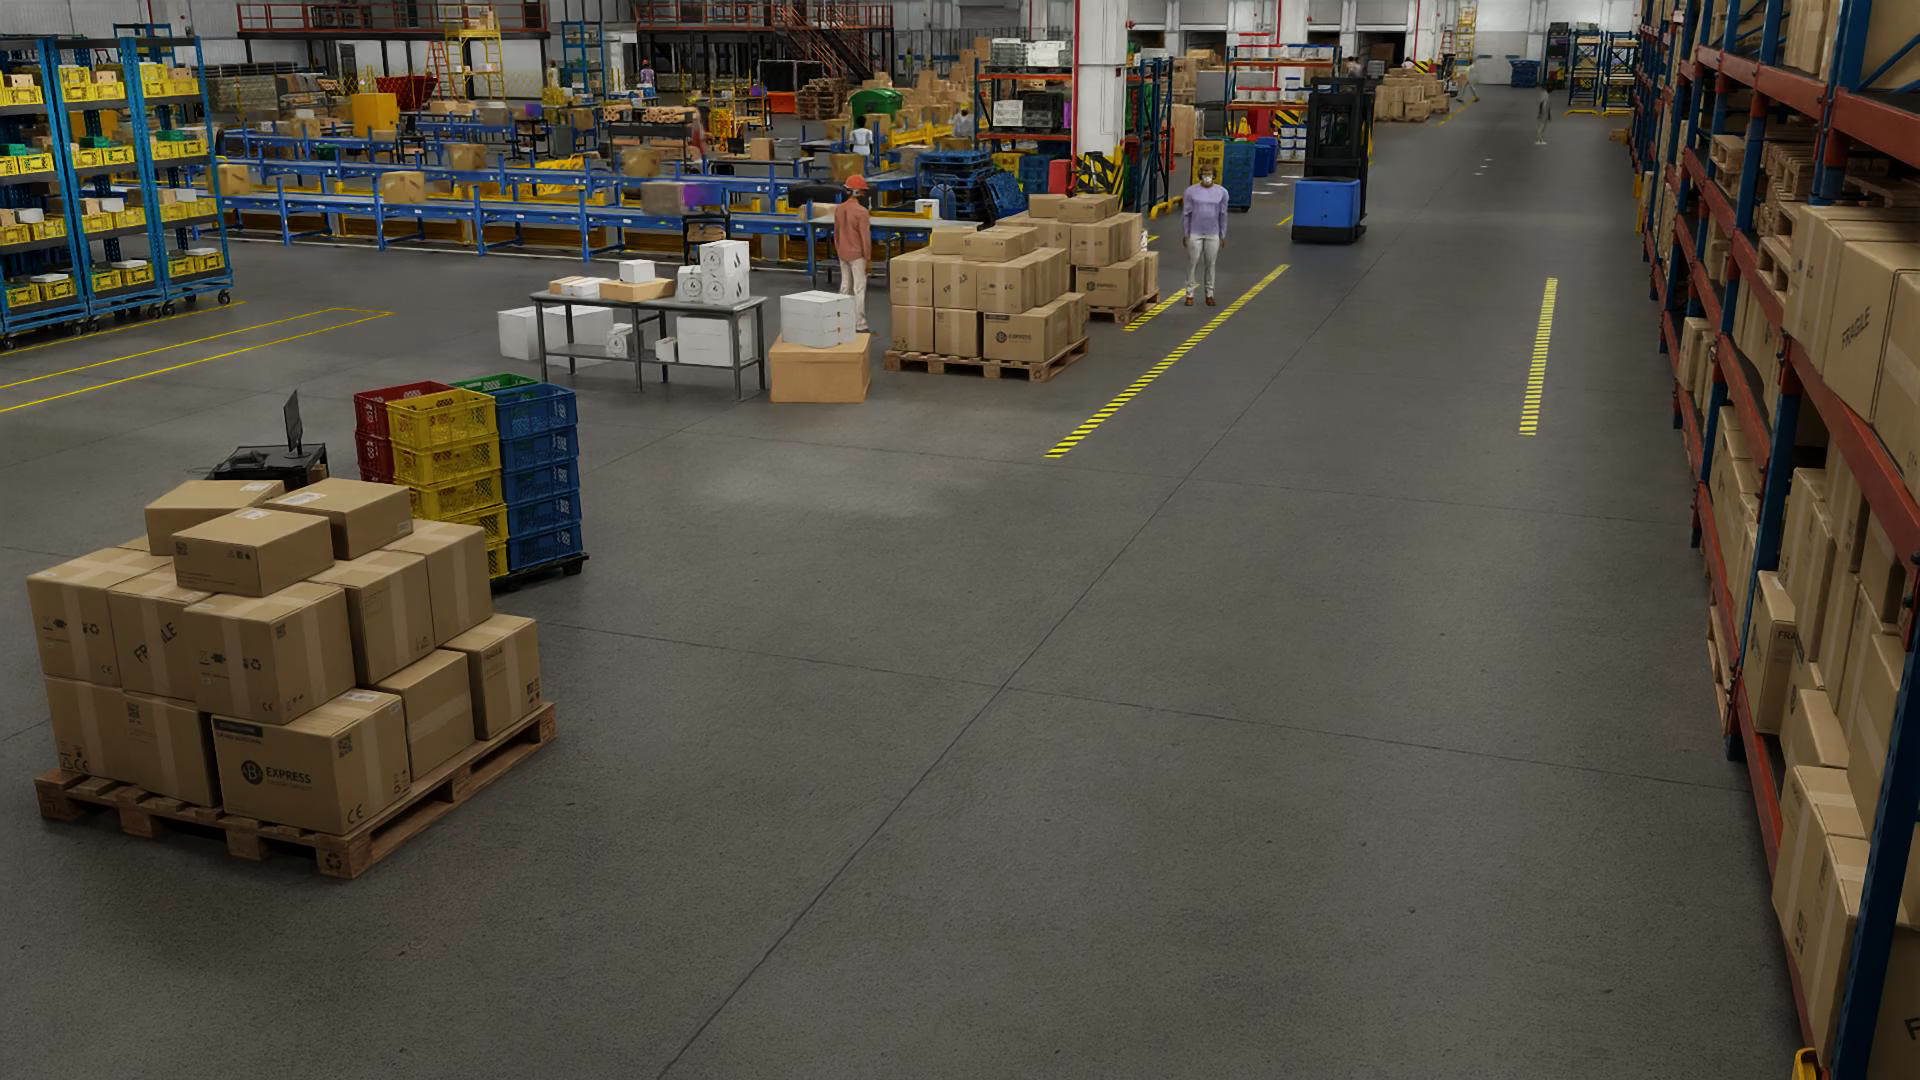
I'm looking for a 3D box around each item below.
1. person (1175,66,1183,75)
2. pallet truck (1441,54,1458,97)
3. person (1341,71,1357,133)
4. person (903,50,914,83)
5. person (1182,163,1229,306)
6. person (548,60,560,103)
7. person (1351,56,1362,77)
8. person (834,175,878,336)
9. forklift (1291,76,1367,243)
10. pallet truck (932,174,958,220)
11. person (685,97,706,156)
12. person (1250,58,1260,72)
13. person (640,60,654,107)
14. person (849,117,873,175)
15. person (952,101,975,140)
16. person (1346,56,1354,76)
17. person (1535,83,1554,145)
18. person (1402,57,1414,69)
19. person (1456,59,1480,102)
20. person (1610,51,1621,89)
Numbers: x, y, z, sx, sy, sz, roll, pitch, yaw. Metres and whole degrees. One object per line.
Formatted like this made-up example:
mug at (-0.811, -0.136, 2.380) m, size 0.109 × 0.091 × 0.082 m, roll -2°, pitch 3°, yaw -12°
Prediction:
person at (8.624, -17.972, 66.304) m, size 0.611 × 1.846 × 0.536 m, roll 0°, pitch 18°, yaw 1°
pallet truck at (22.765, -21.886, 78.355) m, size 0.823 × 1.965 × 1.885 m, roll -4°, pitch 18°, yaw -14°
person at (12.921, -14.528, 55.166) m, size 0.696 × 2.000 × 0.663 m, roll -15°, pitch 23°, yaw -39°
person at (-2.872, -26.617, 93.535) m, size 0.633 × 1.814 × 0.849 m, roll 0°, pitch 18°, yaw -1°
person at (3.354, -4.184, 22.832) m, size 0.627 × 1.940 × 0.373 m, roll 0°, pitch 18°, yaw 1°
person at (-17.921, -20.166, 73.207) m, size 0.958 × 1.848 × 0.589 m, roll 8°, pitch 19°, yaw 23°
person at (18.264, -21.182, 76.274) m, size 0.653 × 1.913 × 0.810 m, roll -14°, pitch 22°, yaw -37°
person at (-1.305, -3.528, 20.683) m, size 0.392 × 1.991 × 0.613 m, roll -16°, pitch 24°, yaw -41°
forklift at (6.598, -6.755, 29.381) m, size 1.129 × 2.768 × 1.873 m, roll 6°, pitch 19°, yaw 19°
pallet truck at (-0.507, -5.292, 27.348) m, size 0.653 × 1.274 × 1.630 m, roll 6°, pitch 19°, yaw 19°
person at (-7.109, -10.847, 44.119) m, size 0.821 × 1.719 × 0.542 m, roll -6°, pitch 19°, yaw -19°
person at (14.546, -22.964, 82.171) m, size 0.489 × 1.734 × 0.331 m, roll 5°, pitch 18°, yaw 14°
person at (-12.583, -18.259, 66.904) m, size 0.609 × 2.034 × 0.397 m, roll -15°, pitch 23°, yaw -39°
person at (-2.209, -8.667, 37.377) m, size 0.551 × 1.644 × 0.861 m, roll 1°, pitch 18°, yaw 3°
person at (0.118, -9.915, 41.042) m, size 0.604 × 1.810 × 0.614 m, roll 6°, pitch 19°, yaw 19°
person at (20.029, -23.975, 85.415) m, size 0.532 × 1.693 × 0.319 m, roll -14°, pitch 22°, yaw -38°
person at (17.745, -12.948, 50.551) m, size 0.343 × 1.837 × 0.678 m, roll 13°, pitch 22°, yaw 35°
person at (21.375, -22.185, 79.578) m, size 0.621 × 1.836 × 0.431 m, roll -3°, pitch 18°, yaw -10°
person at (22.752, -20.492, 74.167) m, size 1.048 × 1.896 × 0.635 m, roll -2°, pitch 18°, yaw -7°
person at (33.528, -24.008, 85.122) m, size 0.548 × 1.937 × 0.358 m, roll 3°, pitch 18°, yaw 9°
